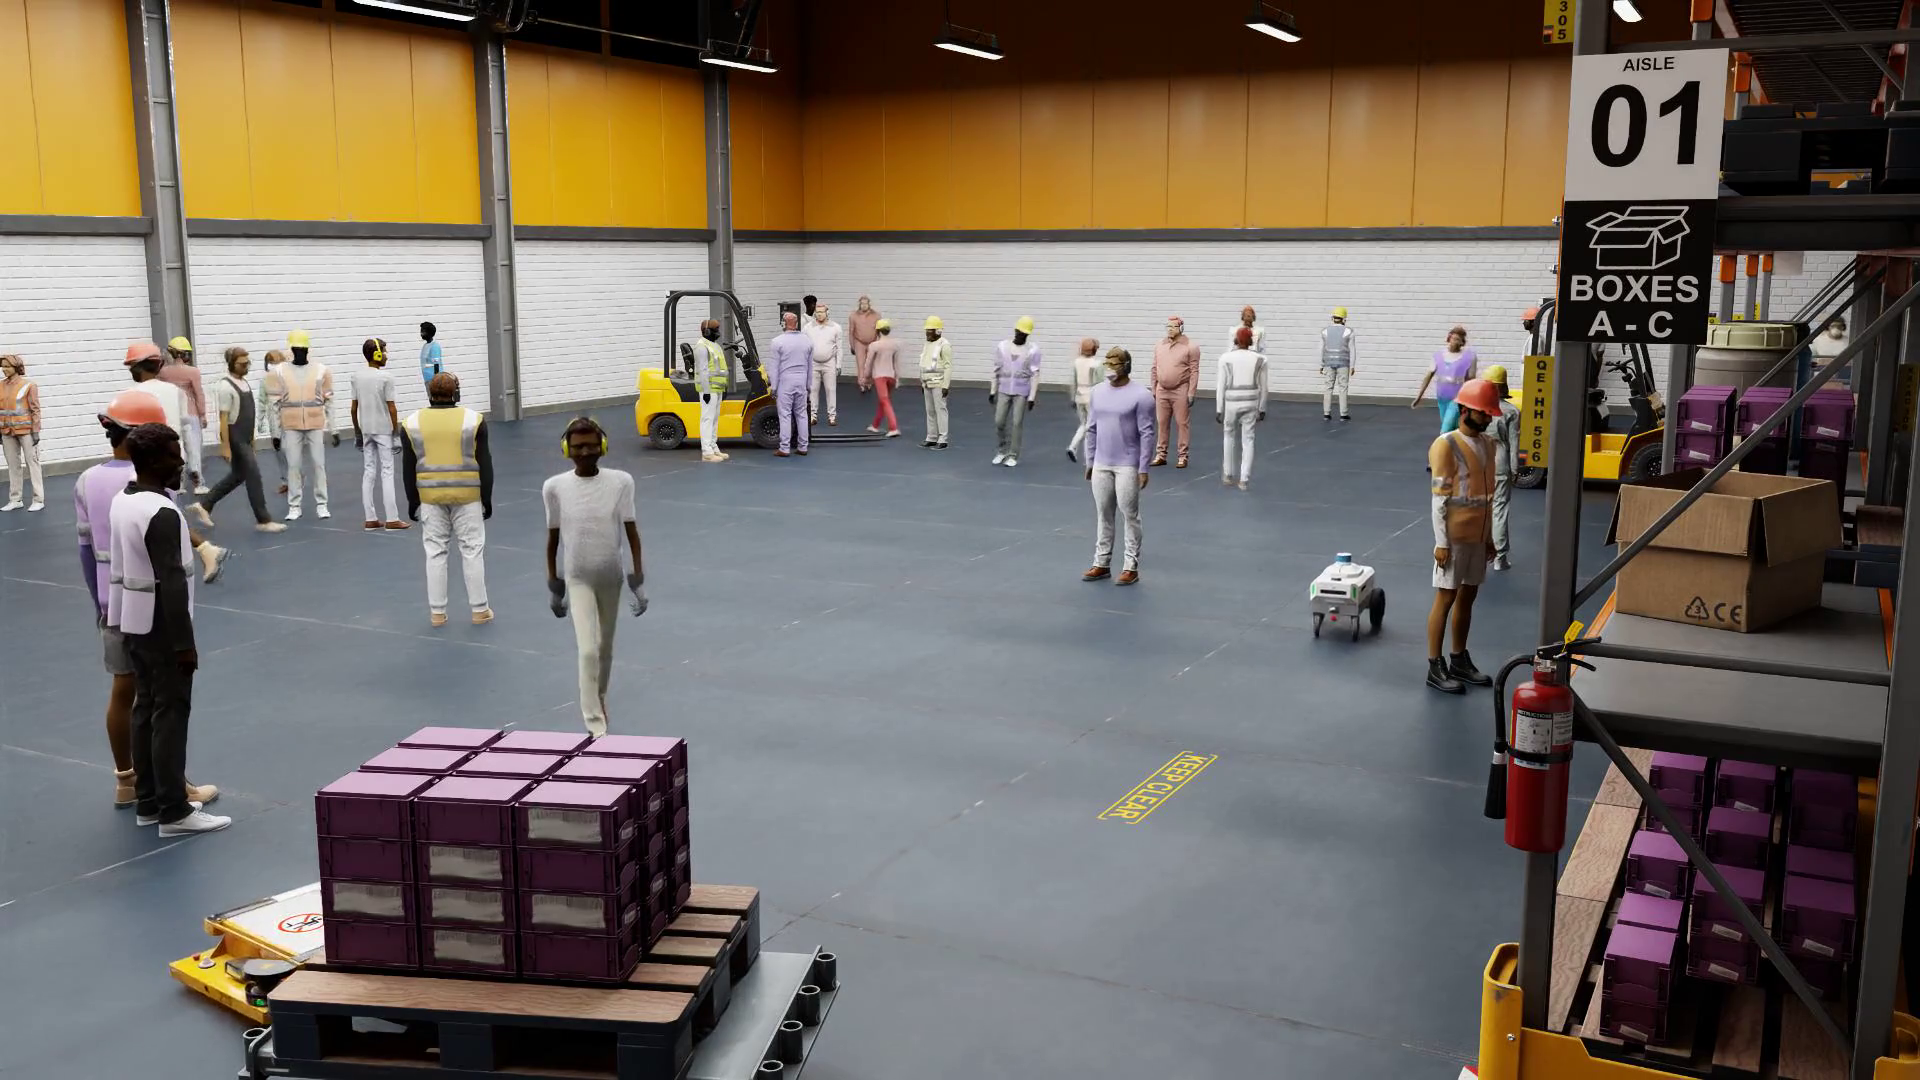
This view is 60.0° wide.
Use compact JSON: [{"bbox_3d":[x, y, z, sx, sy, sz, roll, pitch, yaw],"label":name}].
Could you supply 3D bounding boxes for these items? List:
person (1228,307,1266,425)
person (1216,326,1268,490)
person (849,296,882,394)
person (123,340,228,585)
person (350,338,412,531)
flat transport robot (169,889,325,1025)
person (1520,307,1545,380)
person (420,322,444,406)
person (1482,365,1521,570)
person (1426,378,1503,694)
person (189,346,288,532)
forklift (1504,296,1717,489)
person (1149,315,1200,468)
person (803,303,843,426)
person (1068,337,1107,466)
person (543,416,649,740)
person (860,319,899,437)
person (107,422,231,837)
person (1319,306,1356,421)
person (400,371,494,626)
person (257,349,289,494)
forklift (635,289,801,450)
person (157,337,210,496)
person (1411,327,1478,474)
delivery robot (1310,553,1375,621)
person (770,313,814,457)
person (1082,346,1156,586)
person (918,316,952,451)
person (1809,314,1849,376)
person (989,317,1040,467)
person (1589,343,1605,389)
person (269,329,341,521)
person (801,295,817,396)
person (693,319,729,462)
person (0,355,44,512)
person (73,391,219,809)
[{"bbox_3d":[4.477,-2.698,25.943,0.608,1.831,0.982,0,10,2],"label":"person"},{"bbox_3d":[3.232,-1.534,19.166,0.594,1.845,0.892,0,10,3],"label":"person"},{"bbox_3d":[-1.811,-3.763,32.059,0.642,1.864,0.968,-2,10,-10],"label":"person"},{"bbox_3d":[-6.303,-0.594,13.298,0.881,2.006,0.637,3,10,16],"label":"person"},{"bbox_3d":[-5.646,-1.015,16.126,0.521,1.864,0.335,3,10,18],"label":"person"},{"bbox_3d":[-2.200,1.454,6.432,0.652,0.197,1.431,7,12,37],"label":"flat transport robot"},{"bbox_3d":[7.901,-2.252,23.066,0.356,1.936,0.551,3,10,19],"label":"person"},{"bbox_3d":[-7.724,-2.351,24.361,0.321,1.690,0.536,-7,12,-35],"label":"person"},{"bbox_3d":[4.511,-0.617,14.164,0.494,1.743,0.306,4,11,23],"label":"person"},{"bbox_3d":[3.116,-0.029,10.224,0.542,1.930,0.366,-7,12,-37],"label":"person"},{"bbox_3d":[-6.985,-0.958,15.947,0.867,1.815,0.542,0,10,-3],"label":"person"},{"bbox_3d":[7.296,-1.677,18.993,2.313,2.155,1.214,5,11,27],"label":"forklift"},{"bbox_3d":[2.669,-1.855,20.861,0.643,1.909,0.410,6,12,31],"label":"person"},{"bbox_3d":[-2.150,-2.724,25.892,0.645,1.908,0.408,0,10,2],"label":"person"},{"bbox_3d":[1.628,-1.737,21.003,0.379,1.628,0.522,-9,13,-41],"label":"person"},{"bbox_3d":[-2.006,0.218,9.140,0.519,1.822,0.969,-4,10,-20],"label":"person"},{"bbox_3d":[-1.139,-2.380,24.437,0.535,1.720,0.898,-9,13,-41],"label":"person"},{"bbox_3d":[-3.708,0.413,7.691,0.376,1.917,0.600,-10,14,-44],"label":"person"},{"bbox_3d":[6.055,-2.822,26.671,0.596,1.831,0.403,6,11,29],"label":"person"},{"bbox_3d":[-3.680,-0.295,12.013,0.622,1.845,0.430,-1,10,-6],"label":"person"},{"bbox_3d":[-7.572,-1.308,18.520,0.532,1.618,0.380,2,10,12],"label":"person"},{"bbox_3d":[-3.358,-2.392,23.136,2.313,2.155,1.214,-1,10,-5],"label":"forklift"},{"bbox_3d":[-8.608,-1.367,18.454,0.523,1.763,0.329,1,10,7],"label":"person"},{"bbox_3d":[5.955,-1.705,20.339,0.969,1.785,0.675,-8,13,-40],"label":"person"},{"bbox_3d":[2.720,0.336,11.811,0.477,0.478,0.707,4,11,24],"label":"delivery robot"},{"bbox_3d":[-2.244,-2.047,22.000,0.644,1.904,0.401,-8,13,-38],"label":"person"},{"bbox_3d":[1.283,-0.603,13.513,0.627,1.941,0.373,8,13,39],"label":"person"},{"bbox_3d":[-0.352,-2.136,22.702,0.404,1.828,0.603,-6,12,-33],"label":"person"},{"bbox_3d":[11.303,-1.987,21.614,0.634,1.920,0.768,4,11,21],"label":"person"},{"bbox_3d":[0.685,-1.855,20.920,0.634,1.898,0.416,2,10,12],"label":"person"},{"bbox_3d":[8.516,-2.299,23.038,0.684,2.000,0.535,-1,10,-3],"label":"person"},{"bbox_3d":[-6.614,-1.160,16.797,0.648,1.920,0.378,-4,11,-22],"label":"person"},{"bbox_3d":[-2.678,-3.353,29.406,0.401,1.956,0.609,3,10,19],"label":"person"},{"bbox_3d":[-3.206,-1.937,21.521,0.429,1.844,0.626,1,10,7],"label":"person"},{"bbox_3d":[-9.809,-1.112,17.326,0.521,1.640,0.307,1,10,8],"label":"person"},{"bbox_3d":[-3.926,0.302,8.007,0.607,2.033,0.403,5,11,26],"label":"person"}]
